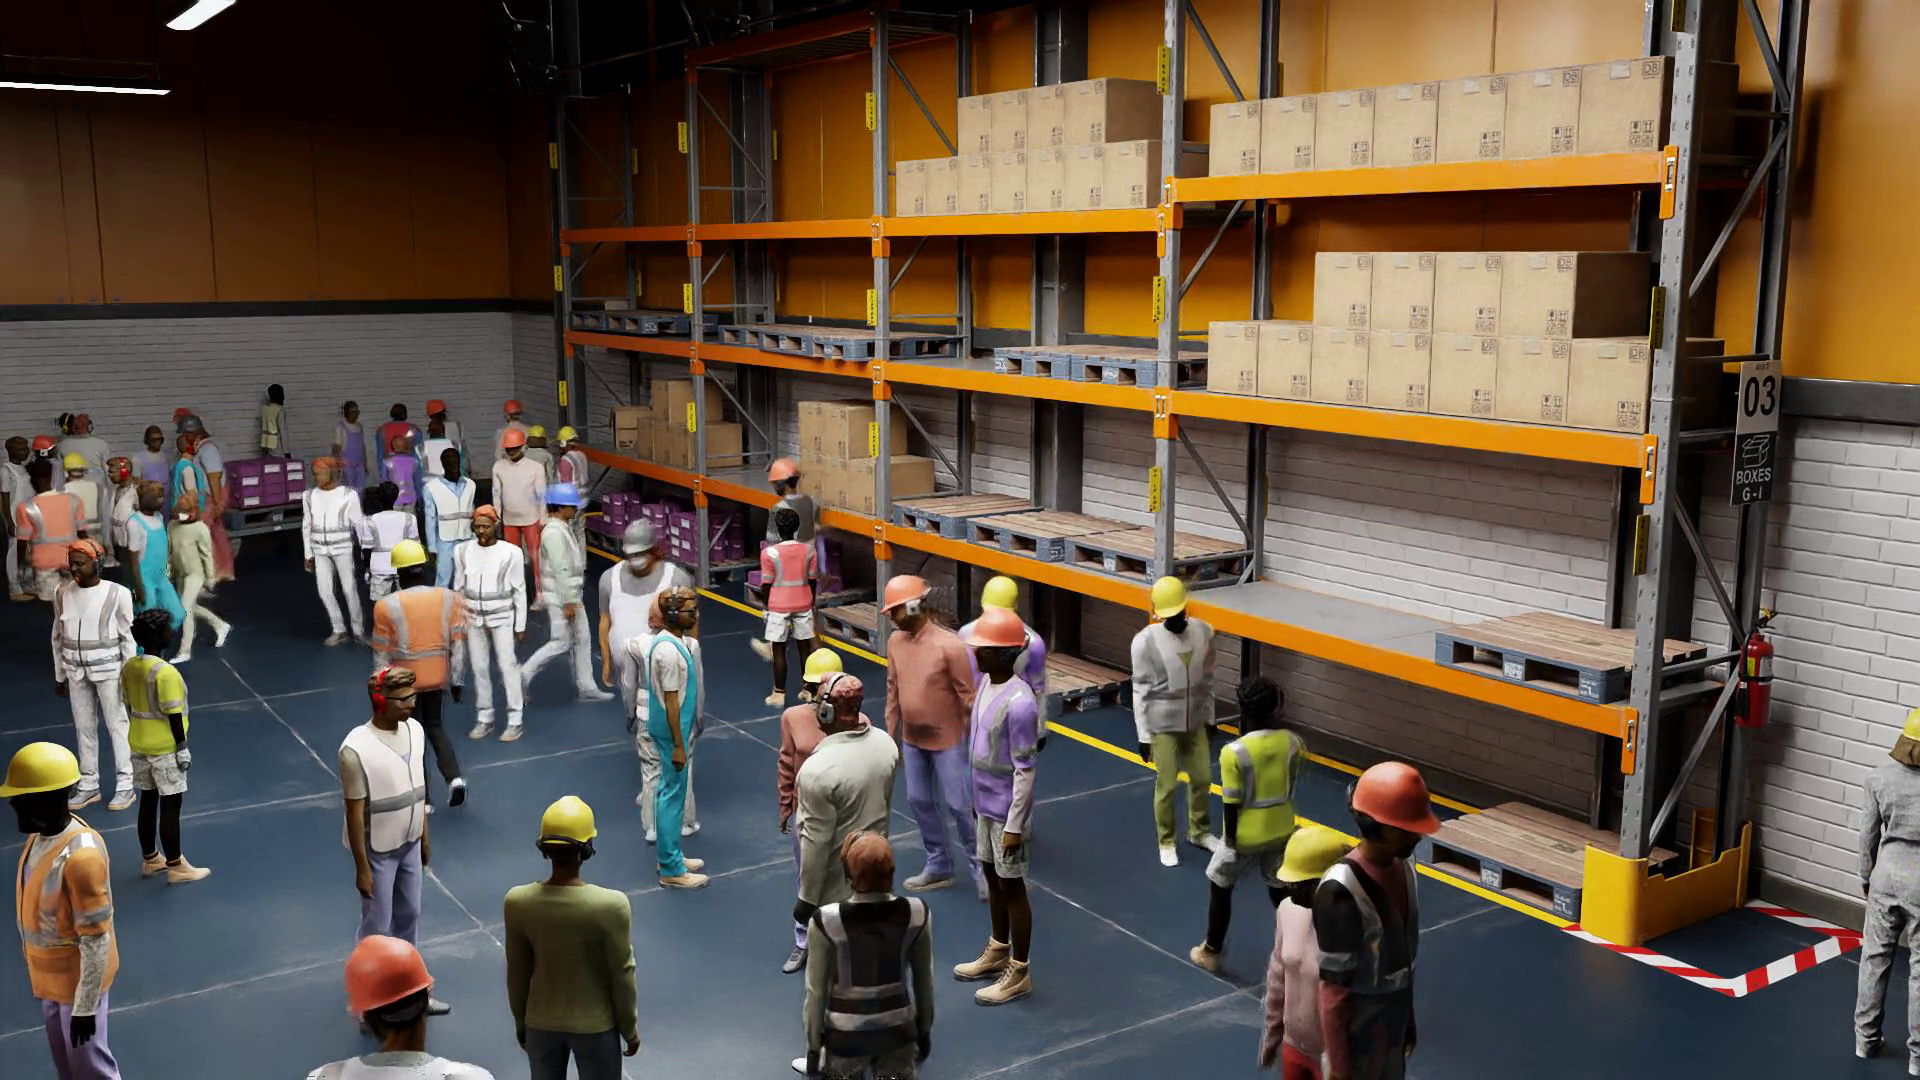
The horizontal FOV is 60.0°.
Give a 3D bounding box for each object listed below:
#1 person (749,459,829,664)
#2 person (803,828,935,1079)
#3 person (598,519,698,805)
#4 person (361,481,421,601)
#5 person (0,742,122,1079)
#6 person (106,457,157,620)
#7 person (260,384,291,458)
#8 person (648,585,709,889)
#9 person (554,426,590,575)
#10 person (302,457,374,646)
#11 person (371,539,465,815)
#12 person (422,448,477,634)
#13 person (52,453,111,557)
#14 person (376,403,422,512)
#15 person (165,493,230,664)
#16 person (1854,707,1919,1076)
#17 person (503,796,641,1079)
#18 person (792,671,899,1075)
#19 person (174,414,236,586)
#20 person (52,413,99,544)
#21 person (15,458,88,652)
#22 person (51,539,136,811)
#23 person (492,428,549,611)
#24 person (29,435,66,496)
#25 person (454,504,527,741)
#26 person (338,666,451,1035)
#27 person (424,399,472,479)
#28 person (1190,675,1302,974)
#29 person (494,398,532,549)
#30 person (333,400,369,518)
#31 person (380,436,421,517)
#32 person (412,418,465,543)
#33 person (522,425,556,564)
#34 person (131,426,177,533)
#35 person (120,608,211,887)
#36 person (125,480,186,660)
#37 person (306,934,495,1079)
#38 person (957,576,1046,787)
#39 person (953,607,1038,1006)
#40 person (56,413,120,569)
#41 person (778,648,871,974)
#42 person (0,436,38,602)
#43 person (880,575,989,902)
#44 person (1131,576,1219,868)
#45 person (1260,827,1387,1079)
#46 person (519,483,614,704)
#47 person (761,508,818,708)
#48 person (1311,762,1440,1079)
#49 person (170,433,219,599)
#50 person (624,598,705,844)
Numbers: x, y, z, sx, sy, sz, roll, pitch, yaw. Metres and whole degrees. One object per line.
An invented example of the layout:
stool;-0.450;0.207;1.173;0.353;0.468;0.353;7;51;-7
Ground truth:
person;-1.577;0.256;15.088;1.063;1.977;0.621;7;12;34
person;-0.344;1.920;6.410;0.532;1.608;0.530;-3;10;-17
person;-2.206;0.776;11.865;0.686;2.000;0.940;2;10;9
person;-5.373;0.289;15.732;0.540;1.696;0.316;-5;11;-27
person;-3.539;1.731;6.587;0.587;1.928;0.363;9;13;44
person;-8.211;0.079;16.535;0.567;1.841;0.375;8;12;38
person;-10.184;-1.364;24.782;0.599;1.917;0.375;8;12;39
person;-1.718;1.180;10.065;0.326;1.843;0.515;-2;10;-11
person;-4.582;-0.435;19.661;0.403;1.814;0.605;2;10;10
person;-6.070;0.123;16.241;0.695;1.860;0.337;1;10;4
person;-3.660;0.944;11.265;0.467;1.908;0.589;9;13;42
person;-5.078;0.028;16.616;0.370;1.916;0.597;7;12;36
person;-9.155;-0.014;17.259;0.934;1.787;0.585;6;11;32
person;-7.648;-0.970;22.771;0.631;1.817;0.769;0;10;-3
person;-7.235;0.330;15.758;0.518;1.601;0.703;5;11;26
person;4.460;1.621;7.779;0.294;1.744;0.484;-7;12;-36
person;-1.484;1.848;6.409;0.526;1.760;0.332;2;10;12
person;-0.559;1.545;7.743;0.410;1.909;0.643;6;11;30
person;-8.739;-0.485;19.262;0.585;2.000;0.707;-7;12;-35
person;-11.322;-0.718;21.288;0.486;1.822;0.800;4;10;23
person;-8.541;0.195;15.572;0.785;1.928;0.633;7;12;34
person;-5.952;0.928;11.439;0.576;1.882;0.355;1;10;4
person;-4.725;-0.212;17.858;0.616;1.984;0.430;2;10;13
person;-10.583;-0.351;19.356;0.348;1.743;0.554;-1;10;-9
person;-3.696;0.650;13.098;0.587;1.877;0.362;2;10;9
person;-2.804;1.511;8.154;0.395;1.836;0.562;3;10;17
person;-6.978;-0.971;22.578;0.762;1.886;0.609;5;11;29
person;1.562;1.520;8.595;0.528;1.660;0.809;-5;11;-27
person;-5.679;-0.830;21.466;0.619;1.982;0.616;-9;13;-43
person;-8.487;-1.035;23.111;0.513;1.829;0.527;5;11;25
person;-6.850;-0.468;20.373;0.540;1.621;0.380;-8;13;-39
person;-6.439;-0.597;20.639;0.629;1.816;0.809;-4;11;-24
person;-5.236;-0.558;20.613;0.490;1.729;0.324;1;10;6
person;-9.472;-0.441;19.672;0.641;1.817;0.528;10;14;44
person;-4.850;1.249;10.093;0.531;1.698;0.320;7;12;35
person;-7.196;0.374;14.854;0.421;1.826;0.547;1;10;3
person;-1.520;2.049;4.804;0.640;1.895;0.727;0;10;-1
person;0.271;1.112;10.344;0.623;1.892;0.745;5;11;25
person;0.193;1.345;8.505;0.368;2.048;0.607;-3;10;-19
person;-10.586;-0.586;20.240;0.642;1.913;0.410;-1;10;-7
person;-0.714;1.436;8.786;0.525;1.772;0.309;2;10;14
person;-10.385;-0.230;18.381;0.342;1.840;0.507;0;10;0
person;-0.134;1.170;9.839;0.735;1.943;0.504;8;12;39
person;1.355;1.123;10.306;0.666;1.875;0.448;-5;11;-26
person;1.350;1.906;6.139;0.467;1.750;0.579;-6;11;-31
person;-3.417;0.471;14.043;0.812;1.920;0.614;-1;10;-3
person;-1.443;0.571;14.094;0.531;1.690;0.318;-5;11;-29
person;1.504;1.779;6.032;0.409;2.030;0.611;8;12;39
person;-8.578;-0.266;18.536;0.387;1.849;0.566;-7;12;-35
person;-1.918;1.172;10.820;0.530;1.647;0.390;0;10;-2
